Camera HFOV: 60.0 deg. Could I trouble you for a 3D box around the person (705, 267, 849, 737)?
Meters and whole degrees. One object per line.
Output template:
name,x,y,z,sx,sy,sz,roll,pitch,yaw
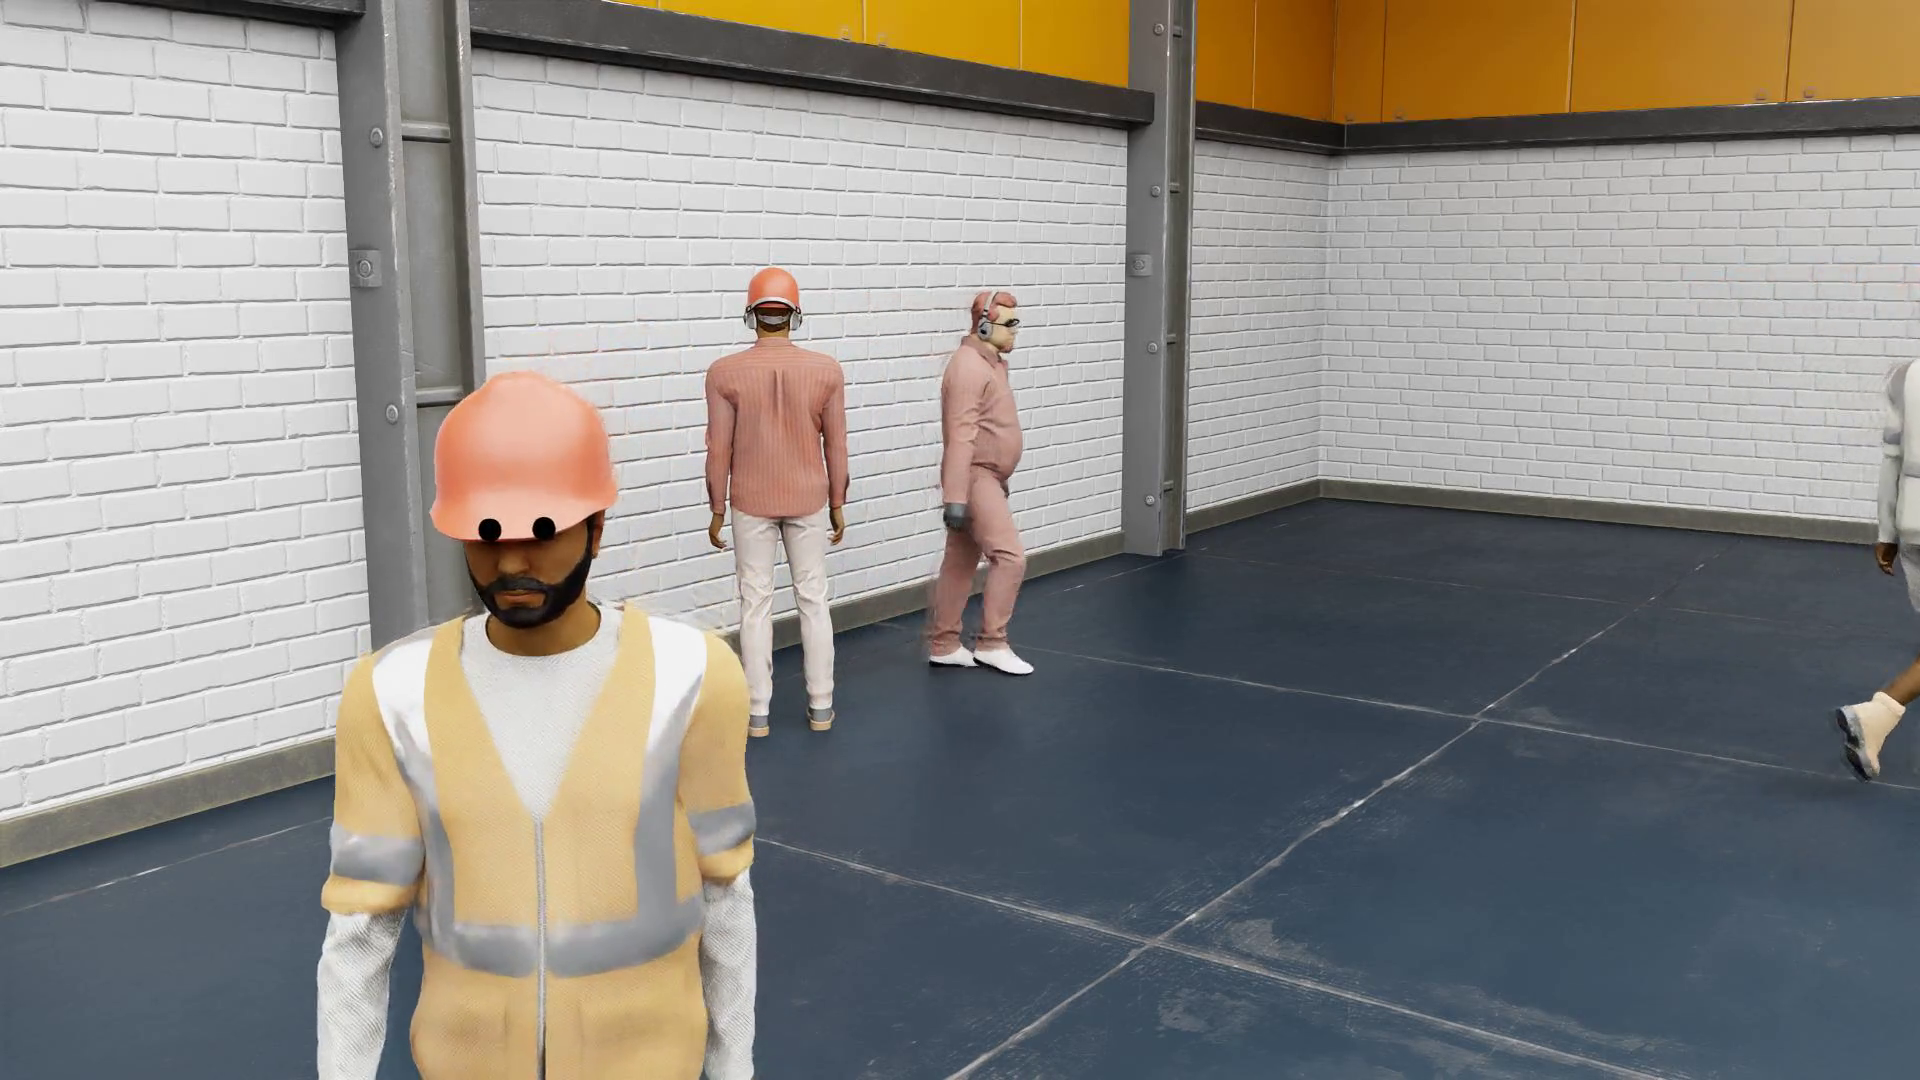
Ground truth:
person,-0.783,-0.159,7.119,0.614,1.993,0.395,-3,10,-15

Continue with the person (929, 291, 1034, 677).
person,0.141,-0.263,8.076,0.677,1.871,0.790,1,10,6

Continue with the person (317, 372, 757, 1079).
person,-0.564,0.714,2.266,0.570,1.880,1.016,-1,10,-4

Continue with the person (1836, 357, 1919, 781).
person,3.719,-0.037,6.342,0.791,2.023,0.614,-3,10,-17
